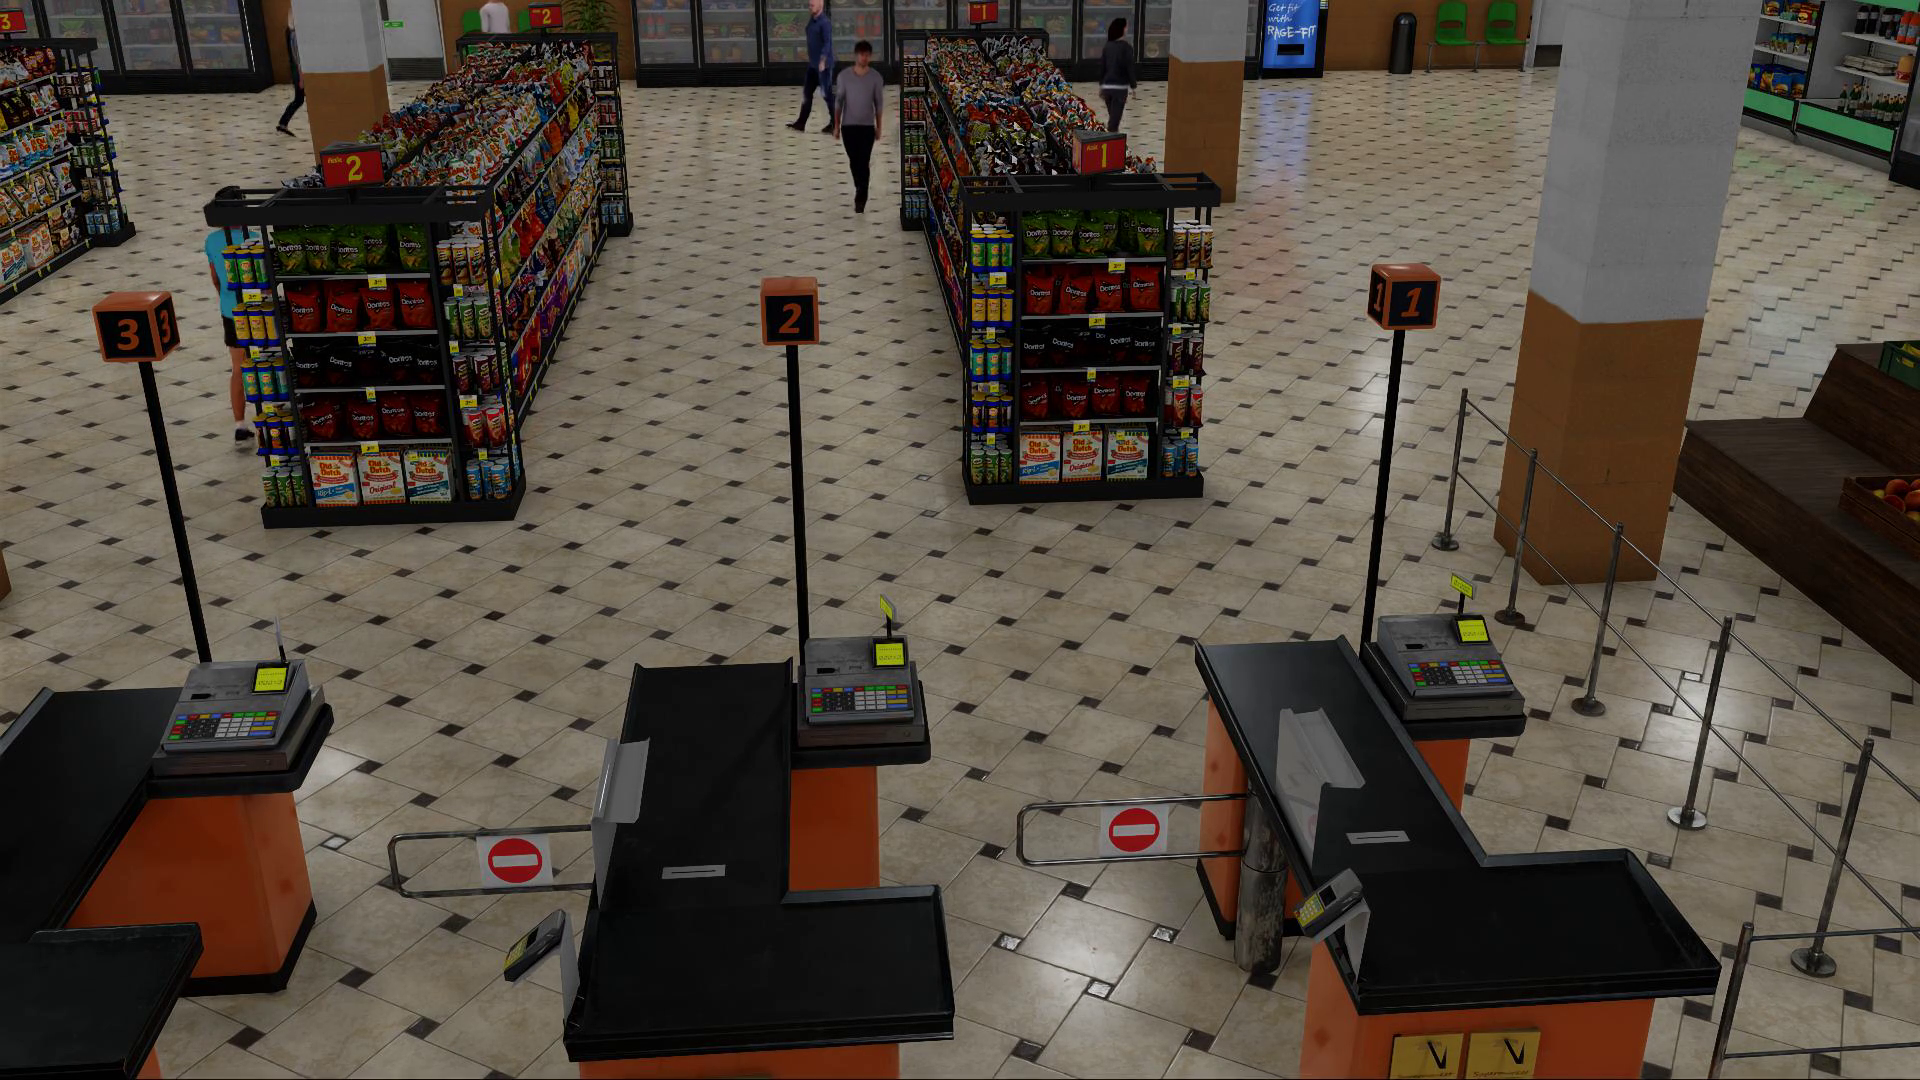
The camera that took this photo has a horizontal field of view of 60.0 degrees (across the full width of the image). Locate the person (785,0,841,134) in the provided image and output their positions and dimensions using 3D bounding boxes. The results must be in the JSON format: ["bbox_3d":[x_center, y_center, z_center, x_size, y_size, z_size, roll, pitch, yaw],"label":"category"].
[{"bbox_3d":[-1.845,-6.440,22.621,1.078,1.798,1.082,-15,28,-30],"label":"person"}]

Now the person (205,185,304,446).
[{"bbox_3d":[-4.920,-1.488,11.393,0.691,1.727,1.177,0,24,0],"label":"person"}]

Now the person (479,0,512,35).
[{"bbox_3d":[-6.748,-7.257,24.474,1.190,1.809,1.144,19,30,36],"label":"person"}]

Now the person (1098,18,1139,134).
[{"bbox_3d":[1.882,-5.575,20.713,0.940,1.742,0.988,20,31,39],"label":"person"}]

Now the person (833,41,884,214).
[{"bbox_3d":[-1.106,-4.520,18.249,0.847,1.785,1.282,2,24,6],"label":"person"}]
